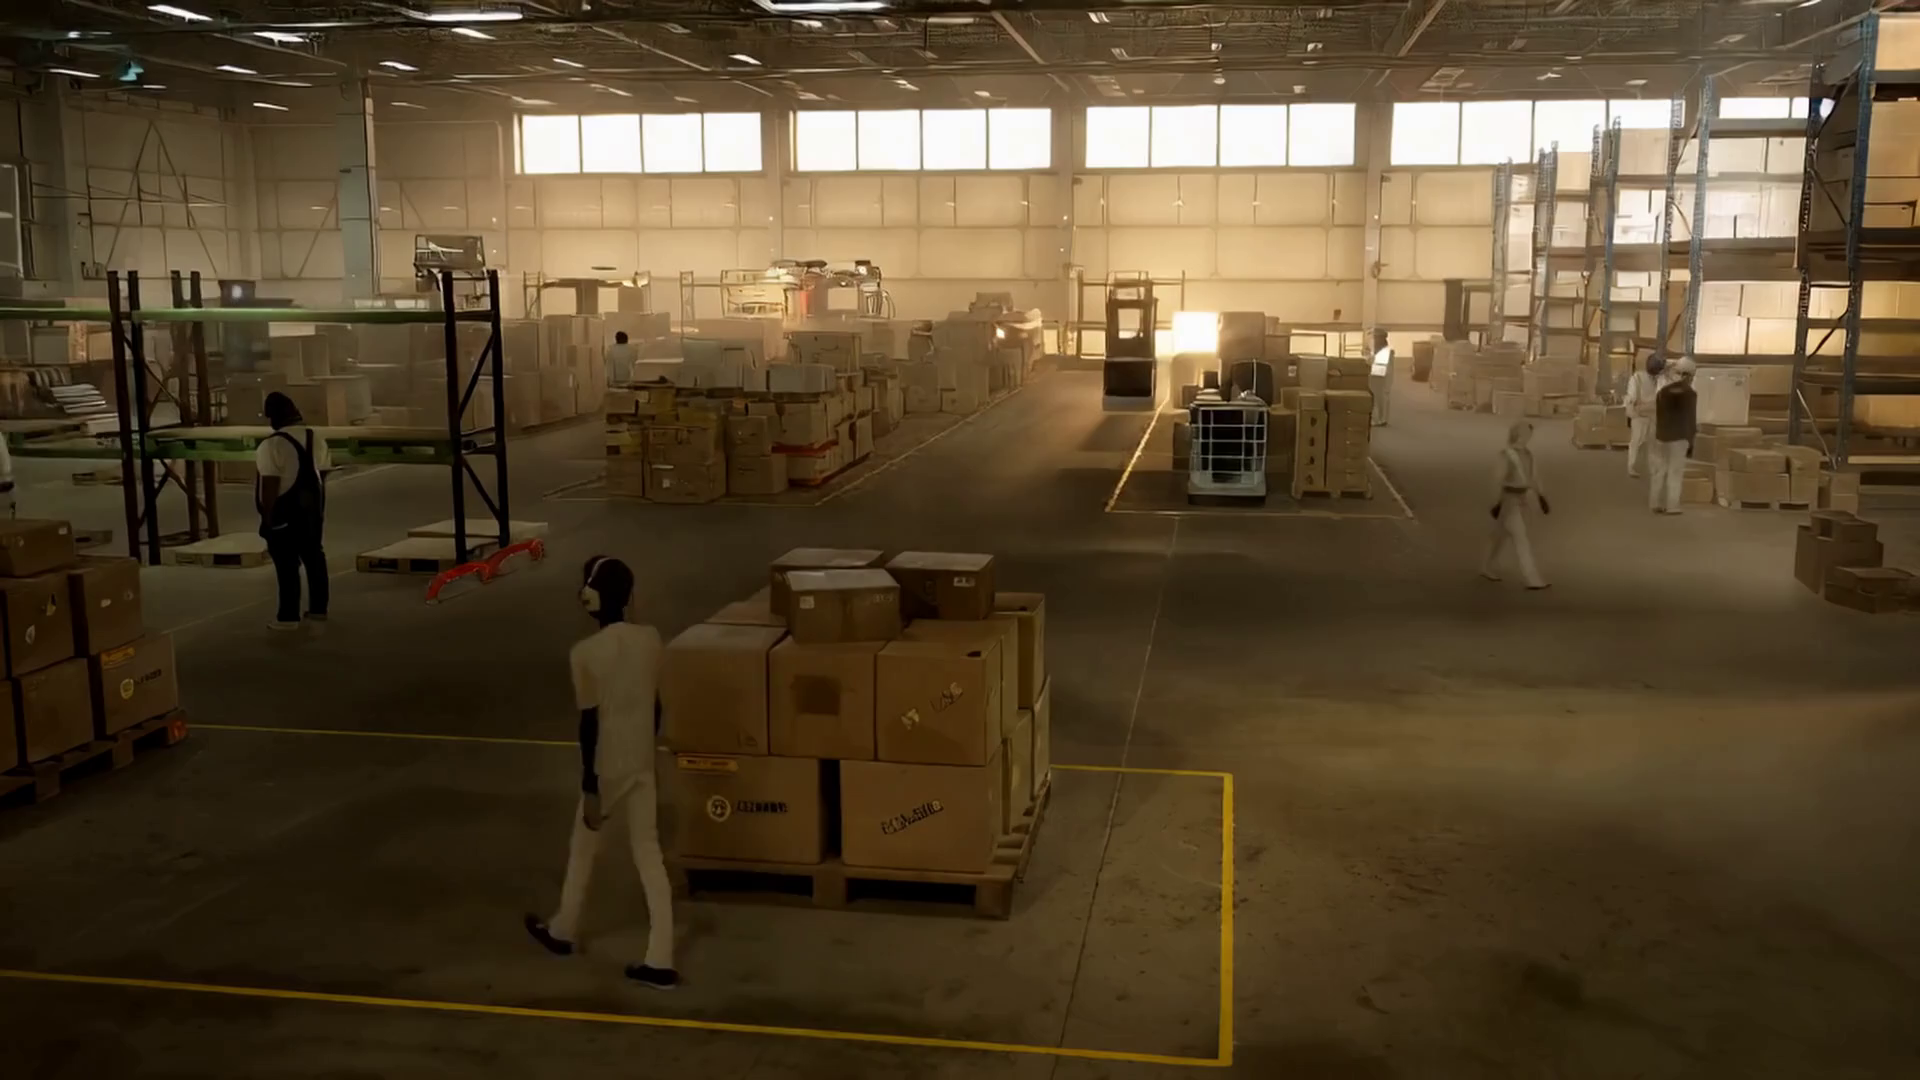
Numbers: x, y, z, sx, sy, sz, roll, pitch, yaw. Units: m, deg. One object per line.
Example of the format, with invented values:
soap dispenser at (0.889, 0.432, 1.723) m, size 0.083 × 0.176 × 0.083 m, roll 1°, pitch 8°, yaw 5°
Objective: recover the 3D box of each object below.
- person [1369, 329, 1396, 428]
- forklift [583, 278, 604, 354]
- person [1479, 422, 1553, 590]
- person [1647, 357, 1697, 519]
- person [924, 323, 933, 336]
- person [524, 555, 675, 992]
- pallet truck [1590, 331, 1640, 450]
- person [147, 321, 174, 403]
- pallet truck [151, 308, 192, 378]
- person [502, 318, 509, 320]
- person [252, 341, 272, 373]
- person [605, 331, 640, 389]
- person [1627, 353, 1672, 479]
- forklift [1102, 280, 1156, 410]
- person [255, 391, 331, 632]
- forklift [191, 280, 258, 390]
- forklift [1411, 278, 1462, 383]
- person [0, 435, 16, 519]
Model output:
person at (8.180, -3.130, 32.213) m, size 0.397 × 1.911 × 0.587 m, roll -5°, pitch 10°, yaw -28°
forklift at (-10.042, -5.754, 45.400) m, size 1.873 × 2.768 × 1.129 m, roll -3°, pitch 10°, yaw -17°
person at (5.342, -0.335, 15.946) m, size 0.528 × 1.591 × 0.885 m, roll -7°, pitch 12°, yaw -38°
person at (8.786, -1.249, 20.401) m, size 0.412 × 1.985 × 0.606 m, roll -4°, pitch 10°, yaw -22°
person at (-0.807, -5.081, 45.113) m, size 0.522 × 1.627 × 0.532 m, roll 5°, pitch 11°, yaw 30°
person at (-1.532, 0.968, 7.146) m, size 0.928 × 1.830 × 0.548 m, roll 8°, pitch 12°, yaw 41°
pallet truck at (11.253, -2.573, 28.499) m, size 0.823 × 1.965 × 1.885 m, roll 5°, pitch 10°, yaw 27°
person at (-18.233, -4.054, 37.915) m, size 0.638 × 1.907 × 0.674 m, roll -7°, pitch 12°, yaw -38°
pallet truck at (-21.869, -5.598, 47.154) m, size 0.823 × 1.965 × 1.885 m, roll 4°, pitch 10°, yaw 26°
person at (-10.723, -4.284, 39.310) m, size 0.551 × 1.918 × 0.410 m, roll 2°, pitch 9°, yaw 12°
person at (-11.234, -2.293, 27.109) m, size 0.813 × 1.895 × 0.600 m, roll 2°, pitch 10°, yaw 15°
person at (-6.153, -2.858, 30.437) m, size 0.631 × 1.940 × 0.372 m, roll -2°, pitch 9°, yaw -10°
person at (10.036, -1.802, 24.224) m, size 0.624 × 1.845 × 0.430 m, roll 0°, pitch 9°, yaw 3°
forklift at (3.732, -4.307, 36.480) m, size 1.129 × 2.768 × 1.873 m, roll 1°, pitch 9°, yaw 9°
person at (-5.683, -0.252, 14.054) m, size 0.535 × 2.000 × 0.674 m, roll 4°, pitch 10°, yaw 25°
forklift at (-15.675, -4.266, 36.222) m, size 1.873 × 2.768 × 1.129 m, roll 1°, pitch 9°, yaw 9°
forklift at (13.186, -5.638, 44.688) m, size 1.873 × 2.768 × 1.129 m, roll 1°, pitch 9°, yaw 9°
person at (-8.869, -0.367, 15.411) m, size 0.967 × 1.847 × 0.586 m, roll -2°, pitch 9°, yaw -12°
